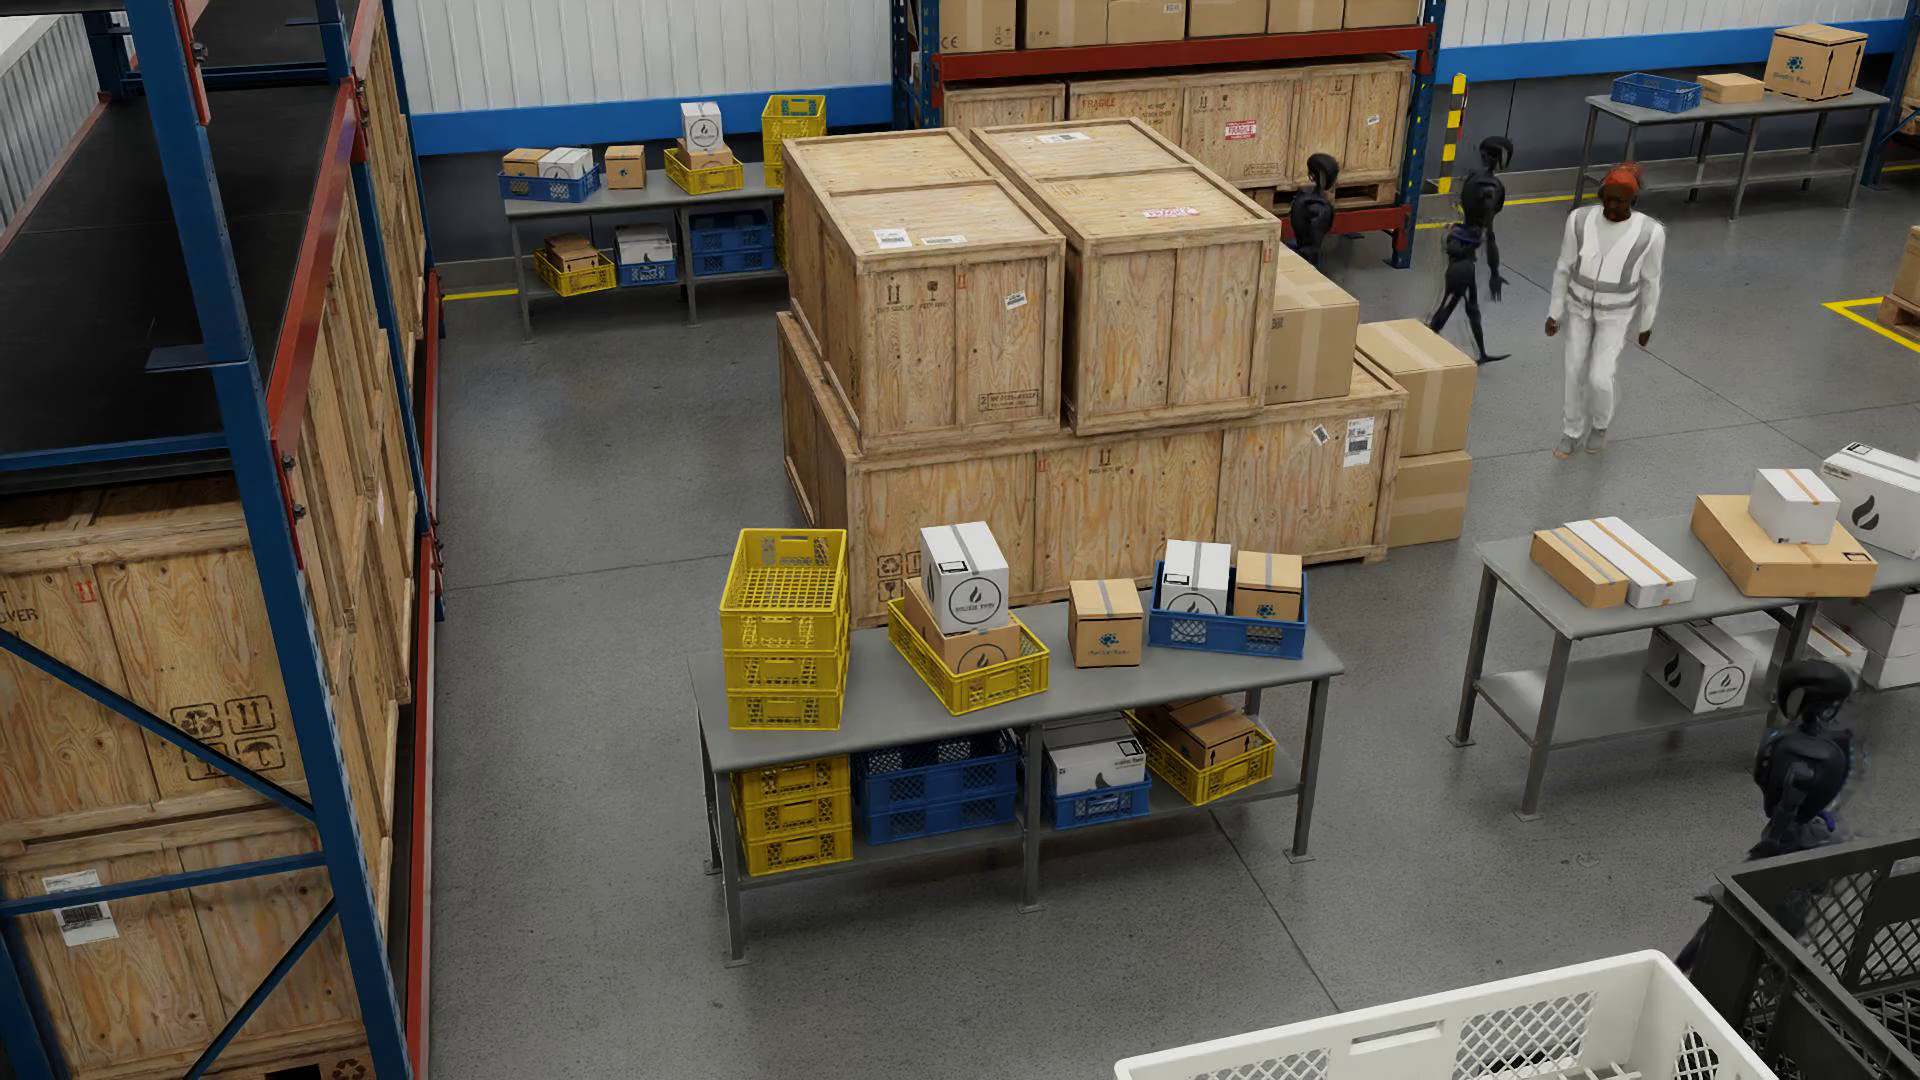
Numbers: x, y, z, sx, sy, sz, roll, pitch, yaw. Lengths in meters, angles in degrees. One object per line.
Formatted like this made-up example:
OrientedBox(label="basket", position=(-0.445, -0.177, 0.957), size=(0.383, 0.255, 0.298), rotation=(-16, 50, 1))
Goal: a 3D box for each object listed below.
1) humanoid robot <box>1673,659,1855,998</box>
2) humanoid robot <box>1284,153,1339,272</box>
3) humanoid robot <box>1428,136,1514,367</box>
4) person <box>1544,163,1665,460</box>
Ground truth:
OrientedBox(label="humanoid robot", position=(2.735, 1.100, 5.696), size=(0.739, 1.630, 0.607), rotation=(13, 31, 22))
OrientedBox(label="humanoid robot", position=(2.178, -1.681, 10.710), size=(0.414, 1.643, 0.676), rotation=(5, 29, 9))
OrientedBox(label="humanoid robot", position=(3.413, -1.890, 11.111), size=(0.743, 1.630, 0.621), rotation=(7, 30, 13))
OrientedBox(label="person", position=(3.800, -1.338, 9.897), size=(0.579, 1.865, 0.418), rotation=(22, 36, 34))
